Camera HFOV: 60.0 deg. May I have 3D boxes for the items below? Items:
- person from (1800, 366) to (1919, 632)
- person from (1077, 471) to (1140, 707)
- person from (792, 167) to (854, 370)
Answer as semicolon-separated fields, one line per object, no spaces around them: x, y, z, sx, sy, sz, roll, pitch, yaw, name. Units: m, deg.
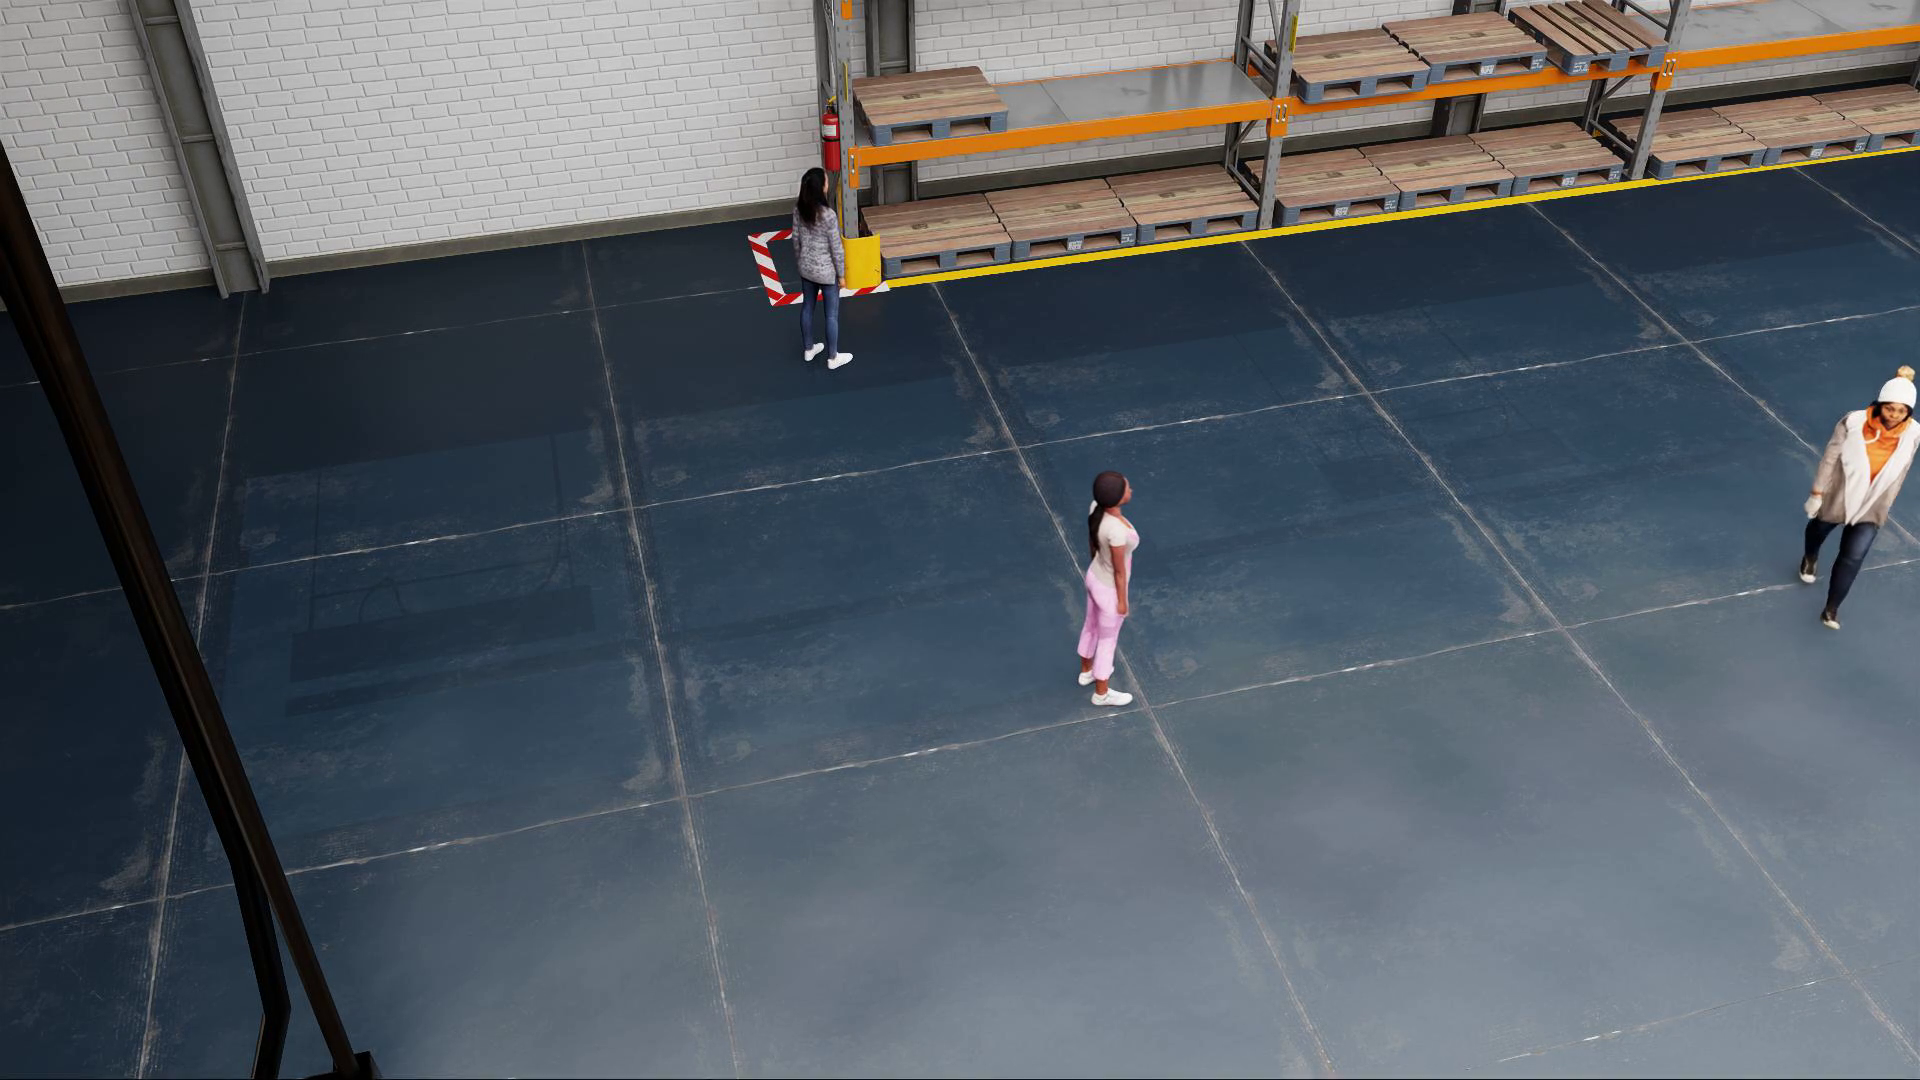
5.972;-0.375;11.108;1.205;1.842;1.177;13;40;16;person
0.907;0.289;10.358;0.506;1.740;0.577;-11;40;-13;person
-1.148;-2.214;13.499;0.691;1.731;0.733;23;44;26;person
